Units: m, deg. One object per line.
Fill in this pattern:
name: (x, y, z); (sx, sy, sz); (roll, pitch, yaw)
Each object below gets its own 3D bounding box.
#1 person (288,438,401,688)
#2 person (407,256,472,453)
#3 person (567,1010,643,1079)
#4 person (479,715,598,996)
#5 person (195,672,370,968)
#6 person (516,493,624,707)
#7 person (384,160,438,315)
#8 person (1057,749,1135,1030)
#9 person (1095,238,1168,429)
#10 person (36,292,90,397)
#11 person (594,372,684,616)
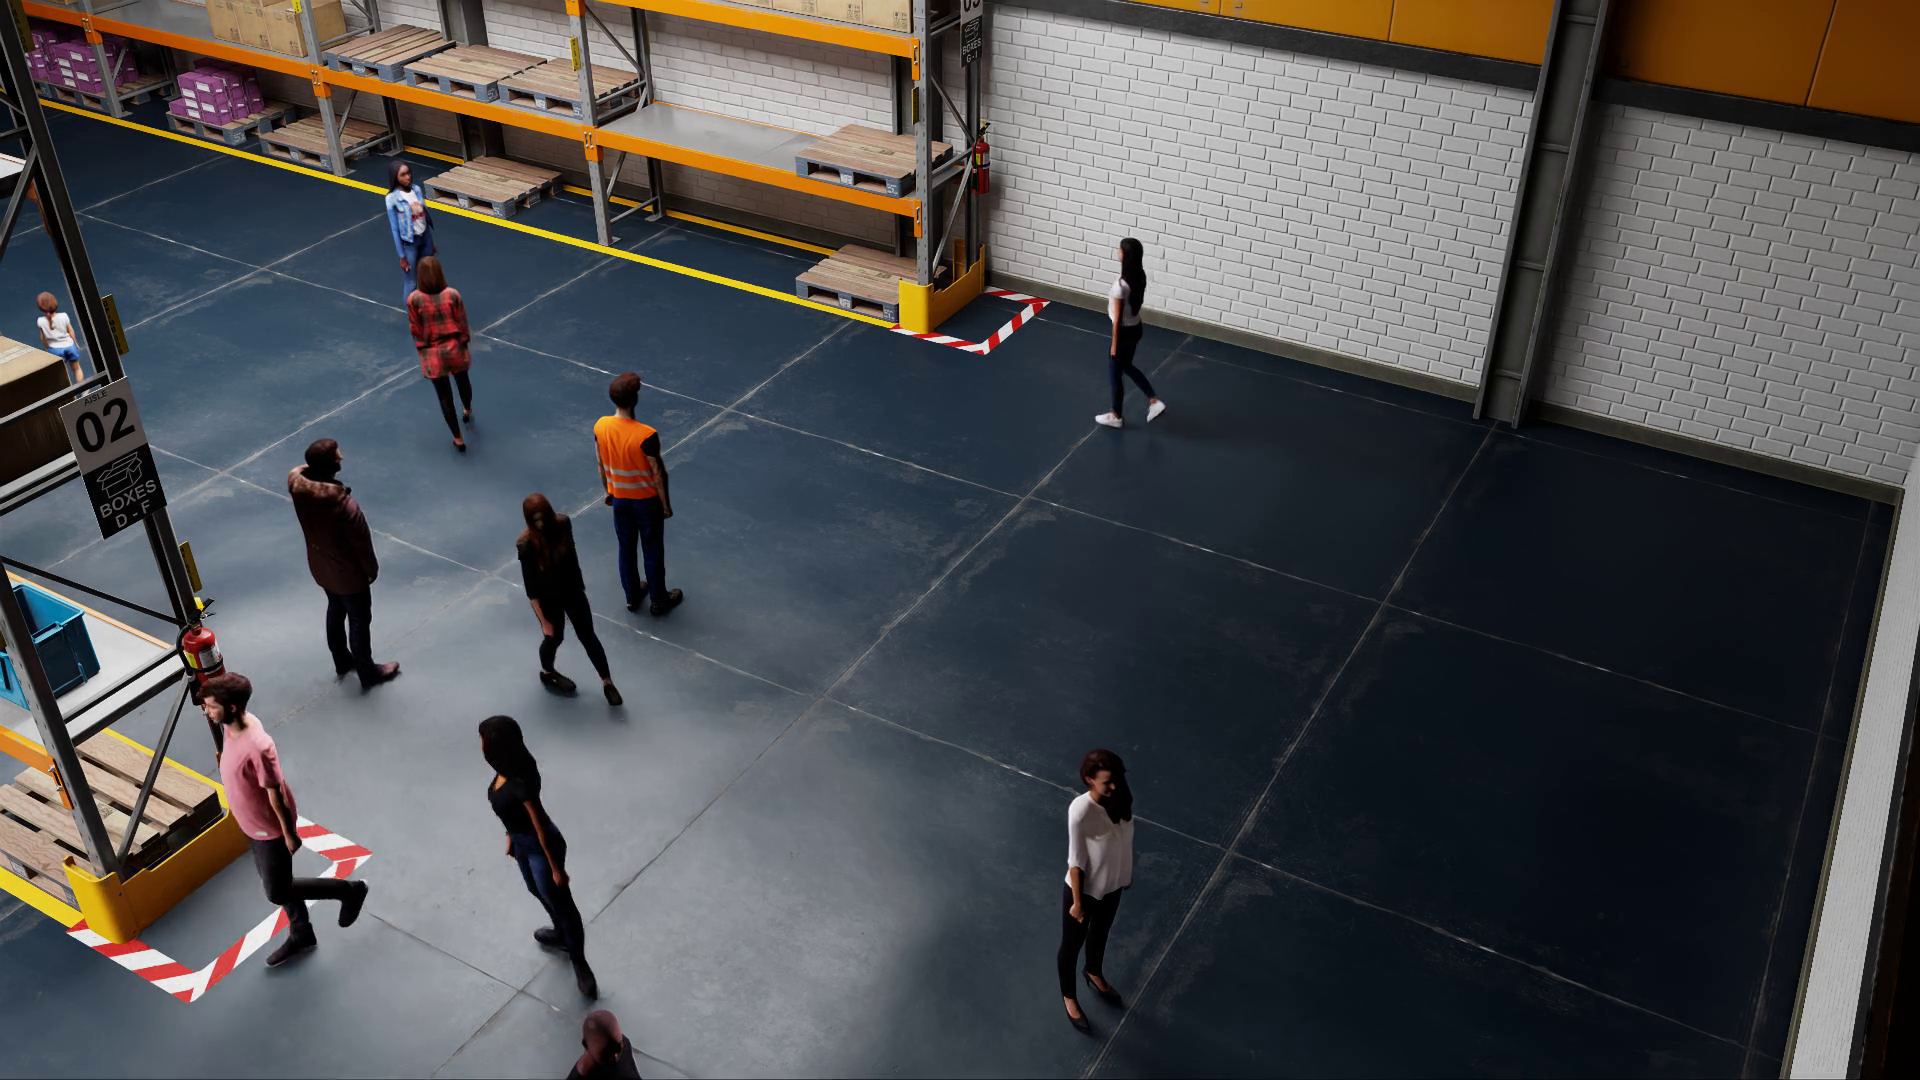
person: (-4.170, 0.153, 11.165); (0.582, 1.840, 0.814); (20, 39, 28)
person: (-4.281, -1.509, 13.813); (0.933, 1.675, 1.032); (-13, 36, -18)
person: (-1.559, 2.706, 7.408); (0.577, 1.746, 0.622); (12, 35, 17)
person: (-2.220, 1.693, 8.958); (0.886, 1.717, 0.711); (-29, 43, -36)
person: (-3.680, 1.488, 9.061); (0.836, 1.944, 0.886); (-28, 43, -36)
person: (-2.737, 0.353, 11.017); (1.001, 1.671, 0.764); (22, 39, 29)
person: (-5.134, -2.744, 15.639); (0.506, 1.711, 0.593); (17, 37, 24)
person: (0.695, 1.803, 8.722); (0.603, 1.795, 0.656); (29, 43, 36)
person: (1.484, -1.706, 14.031); (0.840, 1.763, 0.596); (18, 38, 25)
person: (-7.957, -1.721, 14.724); (0.479, 1.020, 0.523); (-15, 37, -22)
person: (-2.310, -0.317, 11.830); (0.629, 1.886, 0.798); (11, 35, 16)
